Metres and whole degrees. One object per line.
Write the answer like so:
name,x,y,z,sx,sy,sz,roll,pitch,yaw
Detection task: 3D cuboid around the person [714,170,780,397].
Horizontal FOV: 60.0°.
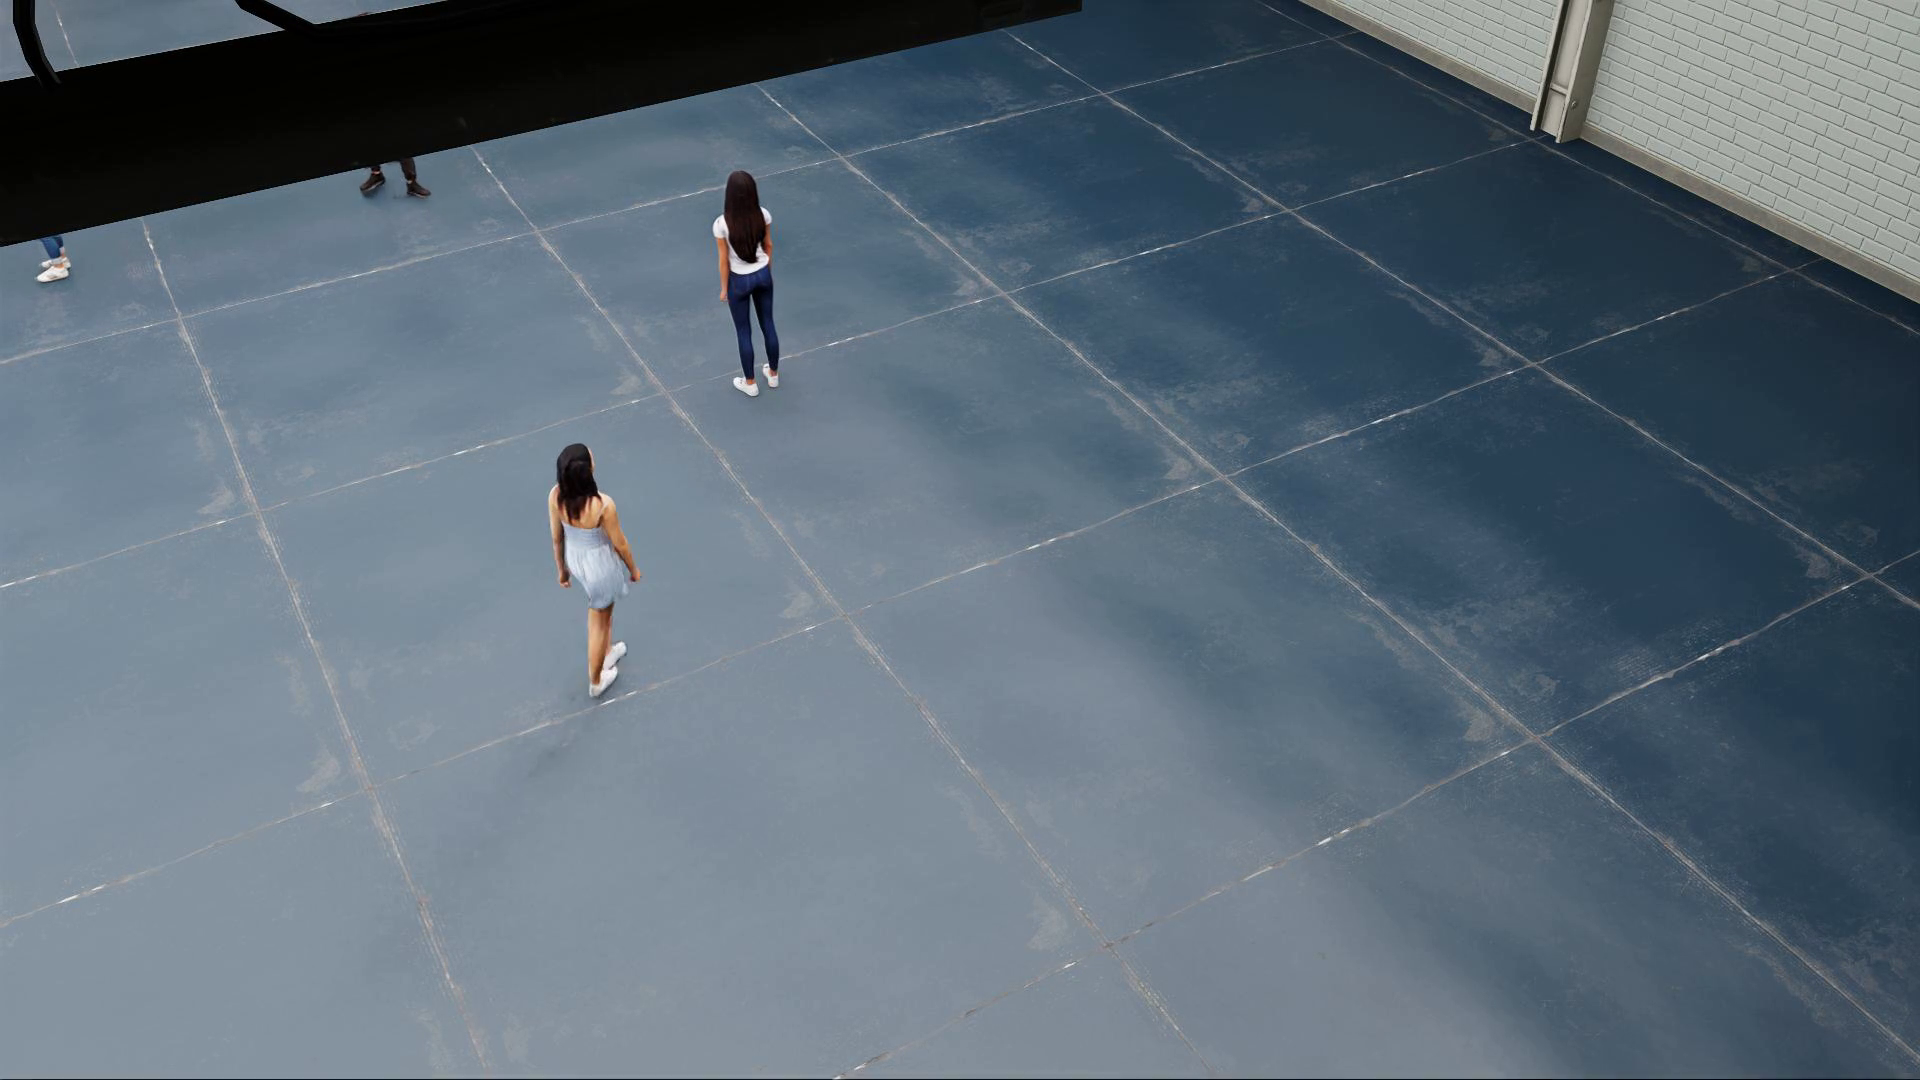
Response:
person,-1.529,-1.868,12.130,0.586,1.775,0.515,-21,43,-25

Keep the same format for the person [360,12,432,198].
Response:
person,-5.175,-3.860,14.751,0.701,1.684,0.818,-18,42,-22

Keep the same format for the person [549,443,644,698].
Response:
person,-2.138,0.228,9.501,0.760,1.714,0.818,13,40,16
